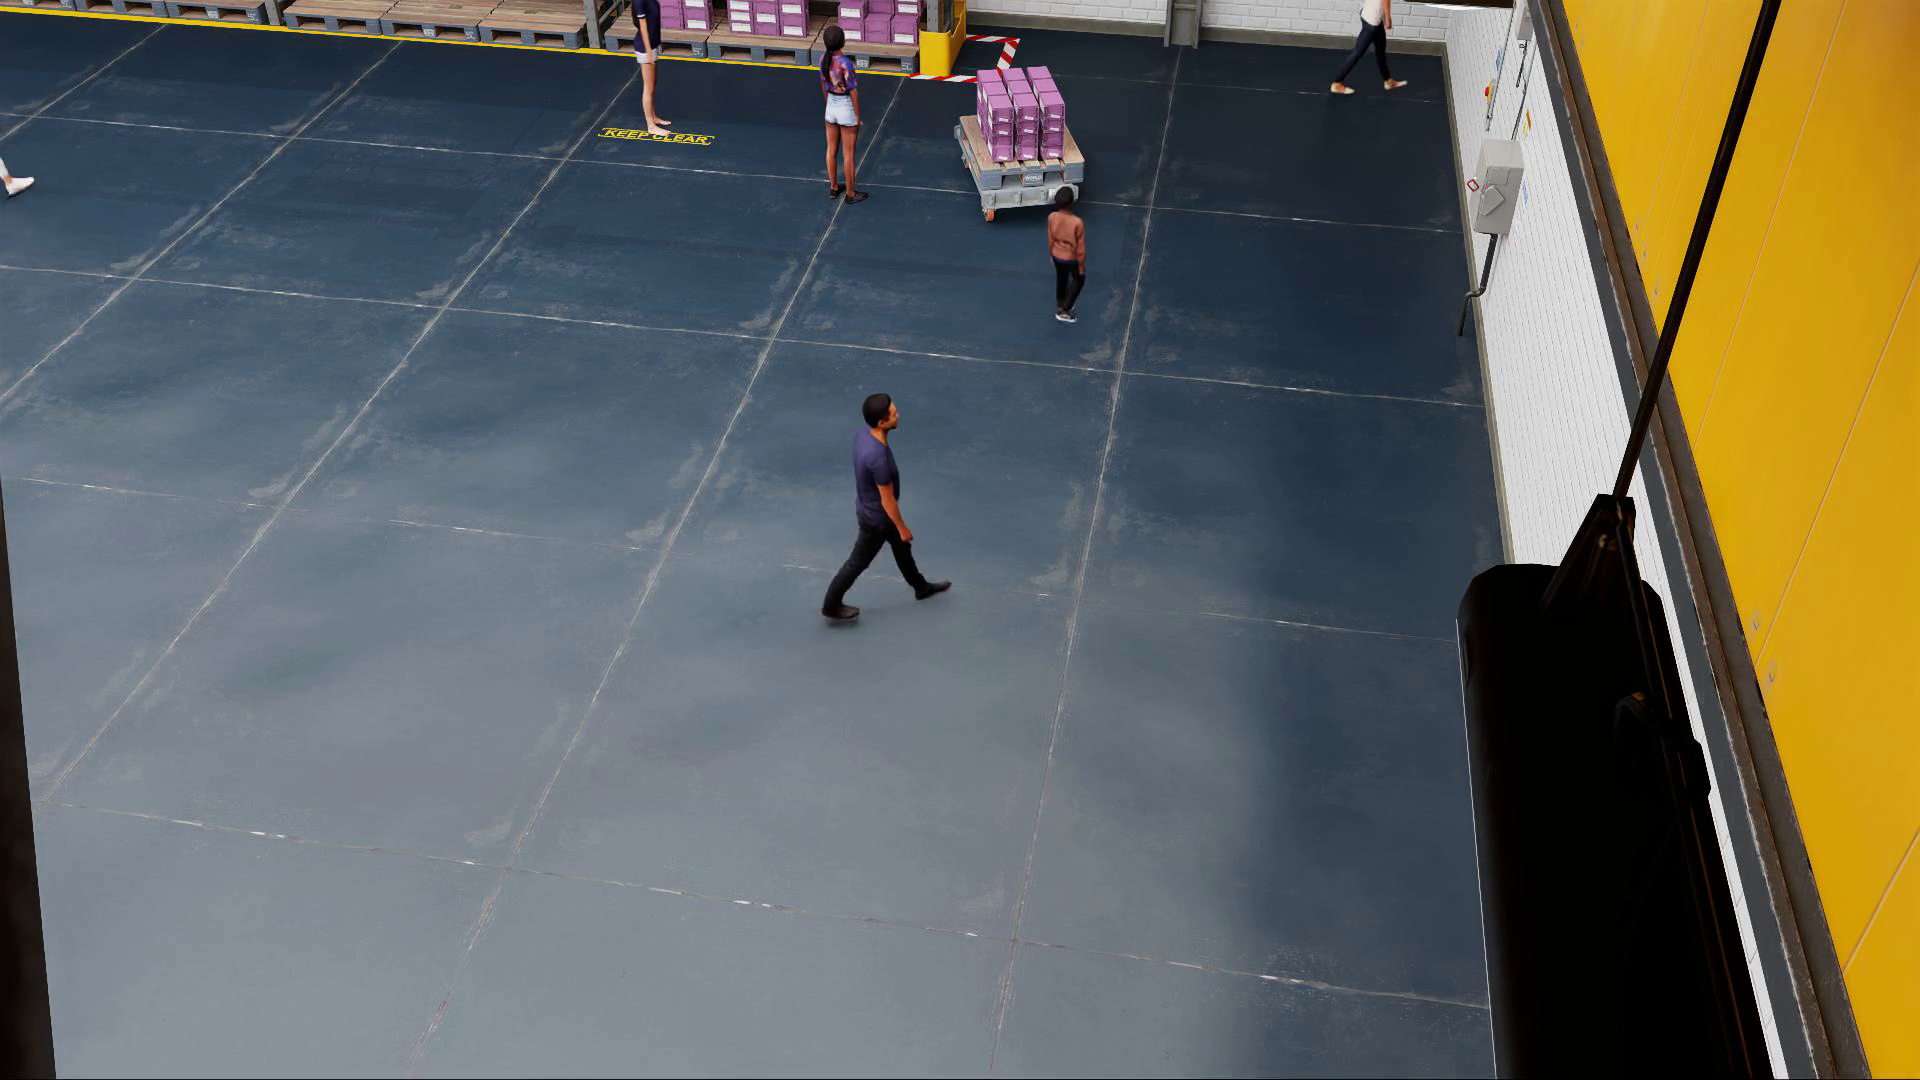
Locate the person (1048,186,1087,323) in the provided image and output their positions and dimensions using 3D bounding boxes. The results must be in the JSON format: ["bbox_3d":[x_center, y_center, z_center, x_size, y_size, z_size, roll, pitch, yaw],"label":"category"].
[{"bbox_3d":[0.886,-2.409,14.177,0.663,1.249,0.725,25,45,28],"label":"person"}]

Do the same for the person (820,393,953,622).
[{"bbox_3d":[-0.634,-0.151,10.952,1.233,1.744,0.884,-5,39,-6],"label":"person"}]

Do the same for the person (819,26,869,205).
[{"bbox_3d":[-1.139,-4.060,15.849,0.604,1.743,0.725,25,45,28],"label":"person"}]

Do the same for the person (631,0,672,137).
[{"bbox_3d":[-3.215,-5.056,17.076,0.590,1.766,0.619,-1,39,-1],"label":"person"}]

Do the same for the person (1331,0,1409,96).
[{"bbox_3d":[4.315,-5.557,17.729,1.085,1.735,0.667,2,39,2],"label":"person"}]
